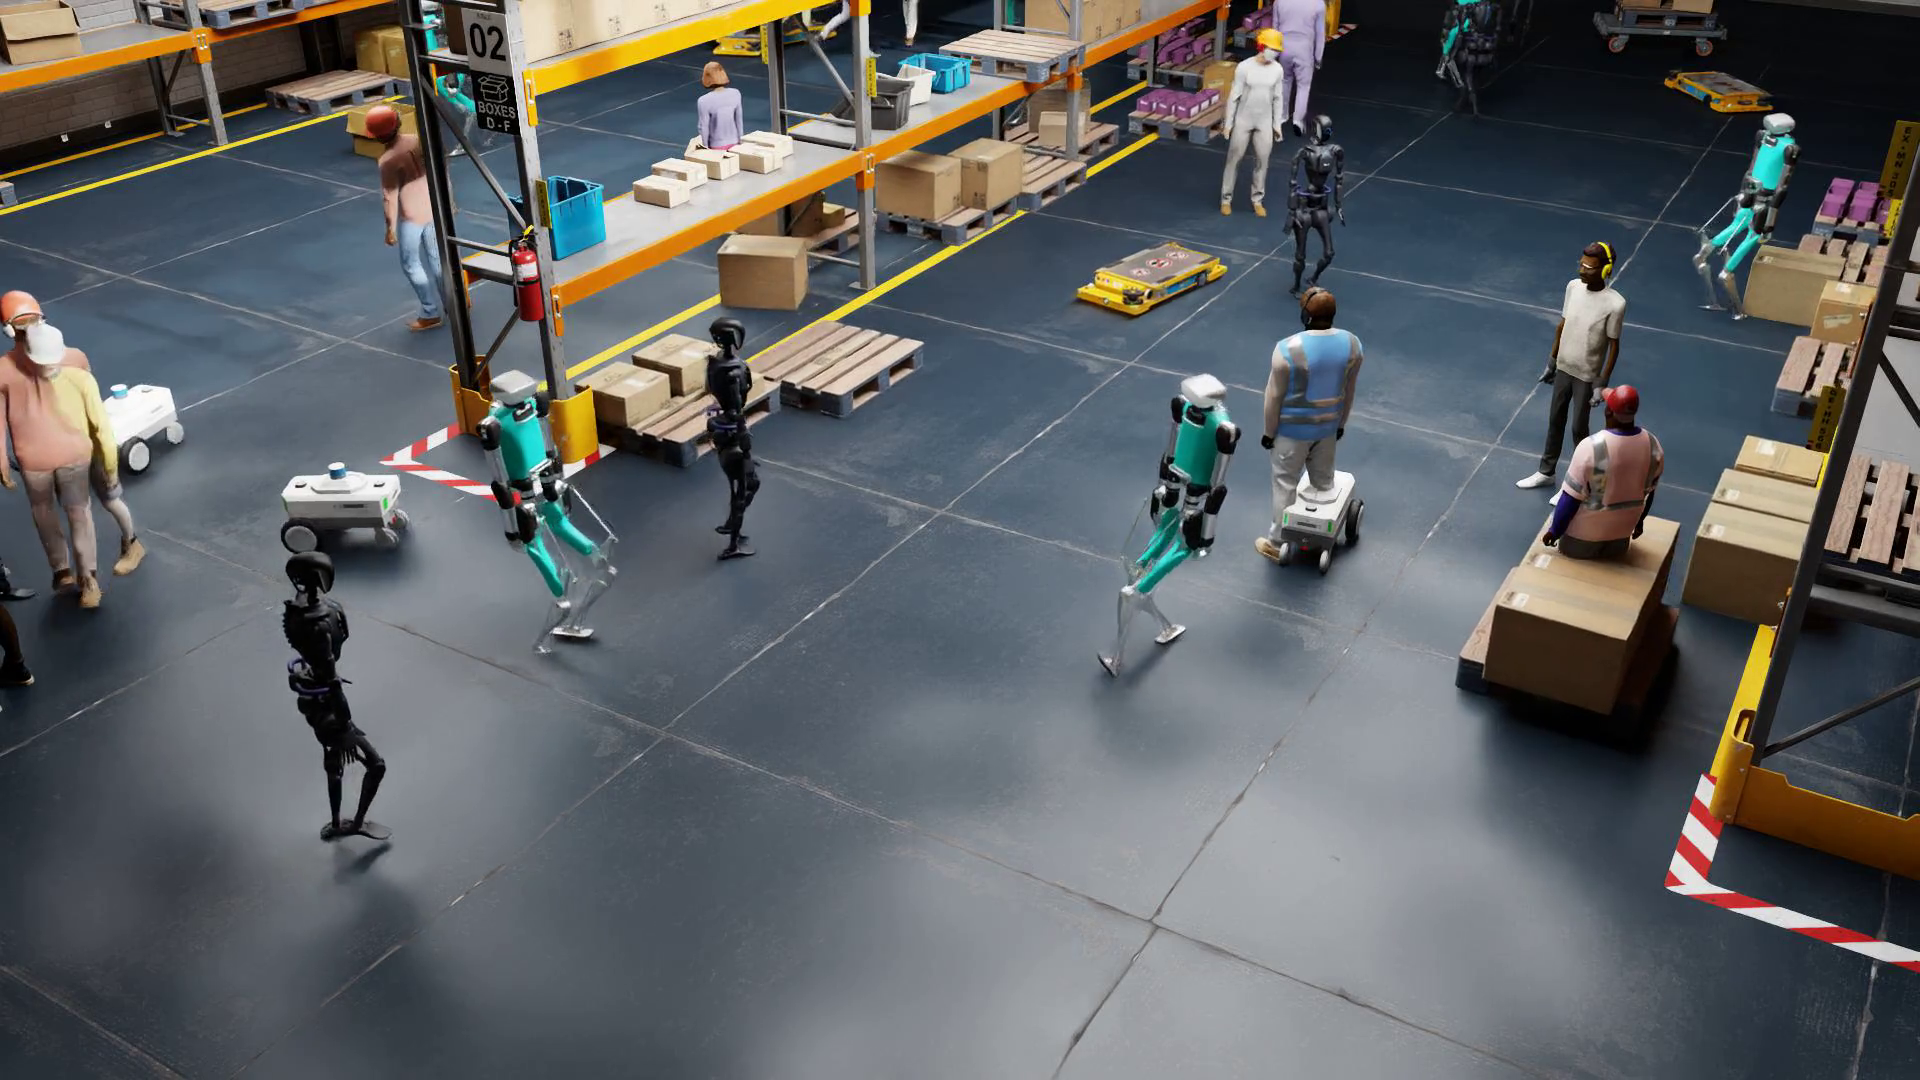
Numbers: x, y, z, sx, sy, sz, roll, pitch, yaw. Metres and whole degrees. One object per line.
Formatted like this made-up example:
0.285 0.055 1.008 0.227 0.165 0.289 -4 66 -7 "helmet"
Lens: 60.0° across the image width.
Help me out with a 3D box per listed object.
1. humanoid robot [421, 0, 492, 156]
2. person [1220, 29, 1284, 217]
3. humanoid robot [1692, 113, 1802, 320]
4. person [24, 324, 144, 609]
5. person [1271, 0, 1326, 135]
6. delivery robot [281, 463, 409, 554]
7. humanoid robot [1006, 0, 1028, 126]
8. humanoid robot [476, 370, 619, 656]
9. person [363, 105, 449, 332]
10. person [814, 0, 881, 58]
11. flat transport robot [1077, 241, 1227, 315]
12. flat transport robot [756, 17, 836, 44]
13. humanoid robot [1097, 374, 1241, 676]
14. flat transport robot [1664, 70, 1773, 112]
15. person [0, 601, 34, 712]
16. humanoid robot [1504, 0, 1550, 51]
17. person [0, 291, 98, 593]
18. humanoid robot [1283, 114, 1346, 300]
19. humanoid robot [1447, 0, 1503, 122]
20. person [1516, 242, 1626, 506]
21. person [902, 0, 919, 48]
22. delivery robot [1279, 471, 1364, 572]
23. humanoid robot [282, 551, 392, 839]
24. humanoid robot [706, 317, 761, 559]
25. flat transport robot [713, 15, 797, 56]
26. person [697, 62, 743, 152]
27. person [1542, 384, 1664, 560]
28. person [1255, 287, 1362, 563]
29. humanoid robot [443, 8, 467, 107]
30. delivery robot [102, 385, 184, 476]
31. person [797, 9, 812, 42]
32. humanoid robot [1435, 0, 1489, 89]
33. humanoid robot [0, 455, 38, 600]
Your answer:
-5.596 -5.153 18.651 0.546 1.861 0.848 26 39 38 "humanoid robot"
2.939 -4.188 16.724 0.614 1.870 0.396 -4 30 -6 "person"
6.693 -2.770 14.343 0.680 1.778 0.542 -5 30 -8 "humanoid robot"
-5.411 -0.490 10.211 0.505 1.838 0.909 -3 30 -6 "person"
3.920 -5.705 19.422 0.679 1.864 0.852 14 32 23 "person"
-4.113 -0.219 11.055 0.809 0.611 0.499 -1 29 -1 "delivery robot"
0.834 -5.762 19.635 0.867 1.769 0.602 10 31 17 "humanoid robot"
-2.319 -0.110 9.628 0.669 1.774 0.565 14 32 23 "humanoid robot"
-4.619 -2.779 14.165 0.363 1.953 0.780 8 30 14 "person"
-1.553 -7.497 22.542 0.837 1.911 0.534 -6 30 -10 "person"
1.770 -2.403 15.193 0.659 0.231 1.431 24 37 36 "flat transport robot"
-2.536 -7.213 23.702 1.431 0.231 0.659 -22 36 -34 "flat transport robot"
1.079 -0.033 9.545 0.932 1.807 0.544 -16 33 -25 "humanoid robot"
9.548 -5.656 20.946 0.659 0.231 1.431 -4 30 -7 "flat transport robot"
-5.569 0.061 9.123 0.375 1.958 0.606 4 30 7 "person"
7.873 -7.637 23.026 0.609 1.649 0.376 5 30 9 "humanoid robot"
-5.580 -0.565 10.227 0.641 1.952 0.493 -18 34 -29 "person"
3.126 -2.927 14.680 0.591 1.650 0.335 -12 32 -20 "humanoid robot"
6.173 -5.872 19.948 0.619 1.631 0.635 -6 30 -11 "humanoid robot"
4.190 -1.130 11.315 0.316 1.869 0.528 -15 33 -25 "person"
-0.699 -7.959 23.387 0.646 1.892 0.997 4 30 8 "person"
2.367 -0.182 10.986 0.499 0.607 0.808 12 32 20 "delivery robot"
-3.088 0.772 8.145 0.344 1.649 0.613 -16 33 -26 "humanoid robot"
-1.439 -0.647 10.654 0.345 1.646 0.589 -9 31 -16 "humanoid robot"
-2.976 -7.086 23.476 0.659 0.231 1.431 4 30 7 "flat transport robot"
-2.361 -3.904 16.469 0.500 1.628 0.284 -22 36 -33 "person"
3.667 -0.086 9.586 0.605 1.753 0.420 -7 30 -12 "person"
2.209 -0.733 10.655 0.625 1.835 0.430 -11 31 -18 "person"
-6.069 -5.606 19.402 0.533 1.768 0.987 23 36 34 "humanoid robot"
-6.074 -0.843 12.130 0.499 0.582 0.773 8 30 13 "delivery robot"
-2.235 -7.956 23.516 0.562 1.741 0.336 23 37 35 "person"
6.326 -6.628 21.177 0.542 1.729 0.979 -6 30 -10 "humanoid robot"
-6.132 -0.428 10.302 0.603 1.634 0.627 7 30 12 "humanoid robot"
